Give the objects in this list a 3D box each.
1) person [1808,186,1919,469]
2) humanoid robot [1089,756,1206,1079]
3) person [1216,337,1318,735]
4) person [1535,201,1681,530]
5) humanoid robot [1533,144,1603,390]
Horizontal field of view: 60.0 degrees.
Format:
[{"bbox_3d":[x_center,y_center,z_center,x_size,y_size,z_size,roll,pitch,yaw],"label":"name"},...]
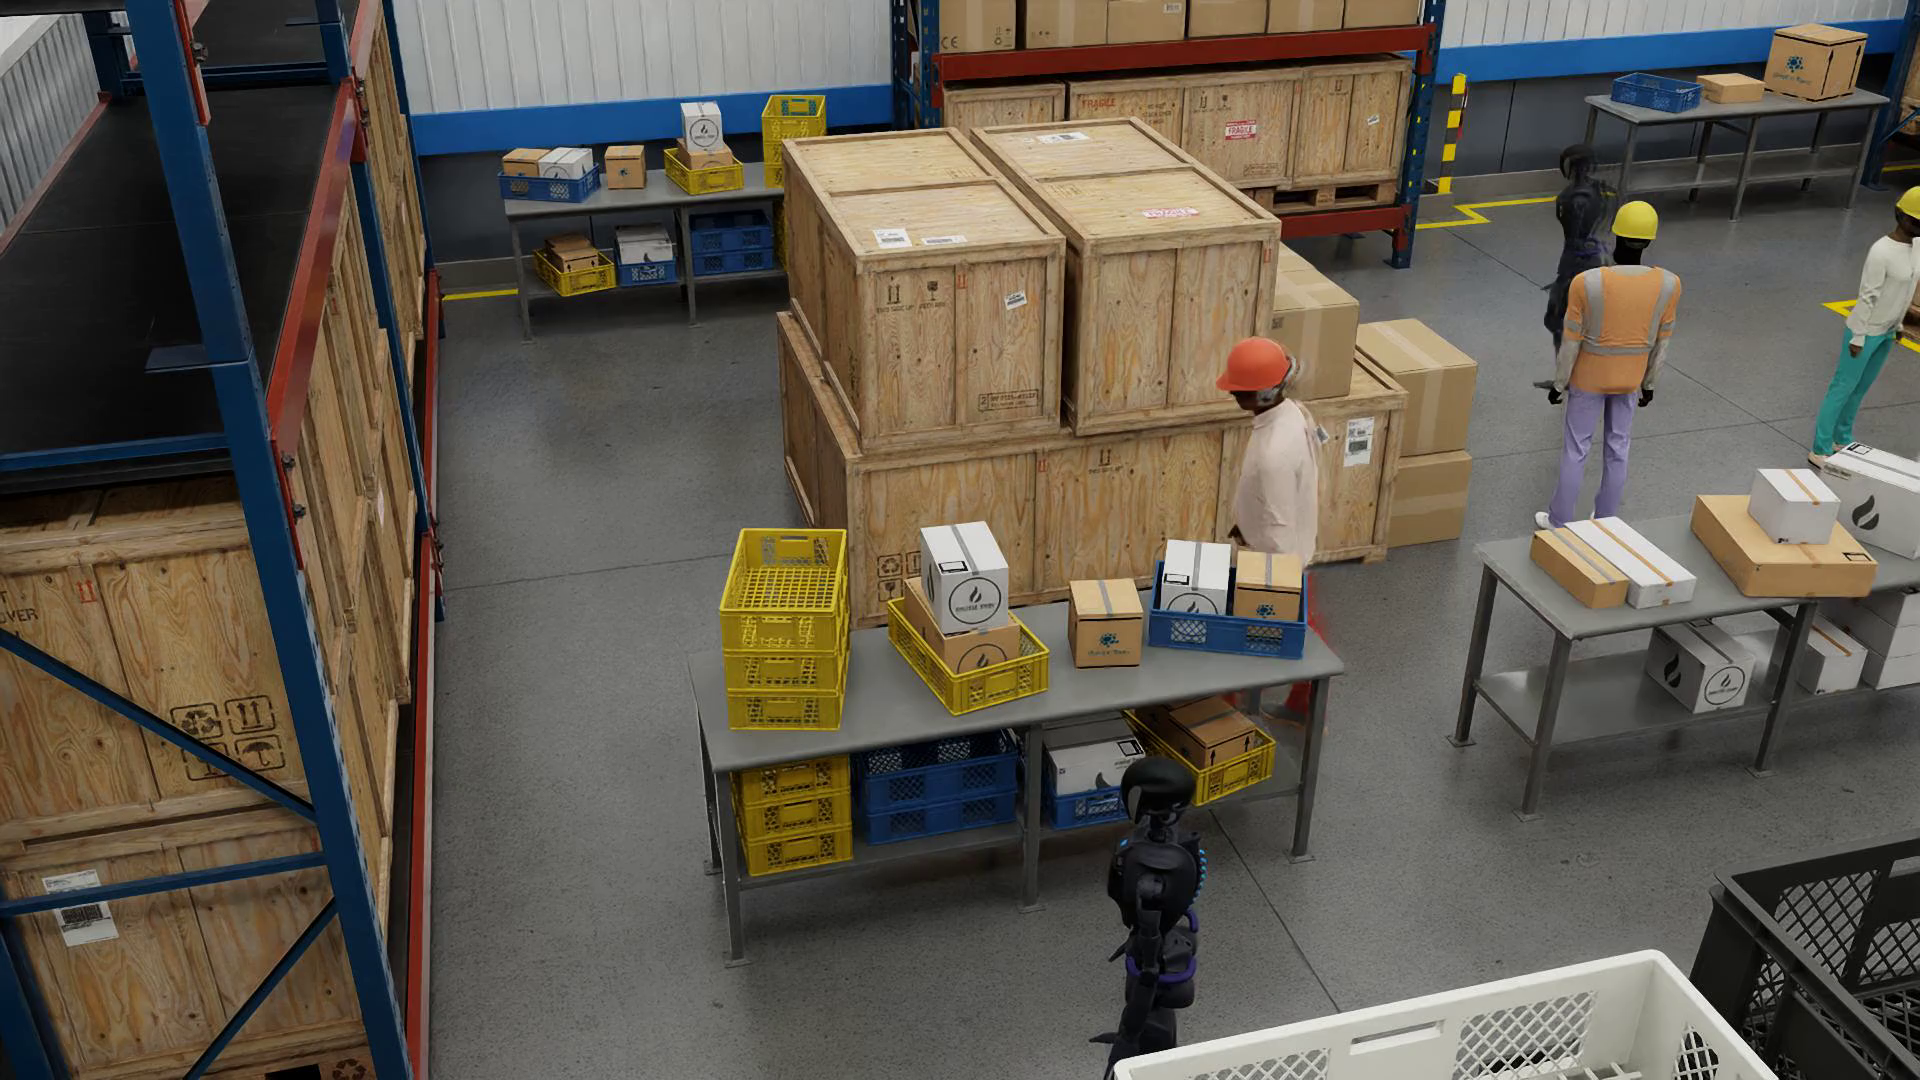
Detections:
[{"bbox_3d":[5.426,-1.236,9.815,0.525,1.760,0.334,-19,34,-30],"label":"person"},{"bbox_3d":[0.574,1.367,5.162,0.309,1.657,0.611,4,29,8],"label":"humanoid robot"},{"bbox_3d":[1.302,0.030,7.317,0.810,1.943,0.684,9,30,15],"label":"person"},{"bbox_3d":[3.495,-0.889,9.012,0.586,1.927,0.367,0,29,-1],"label":"person"},{"bbox_3d":[3.994,-1.780,10.902,0.480,1.636,0.585,6,29,11],"label":"humanoid robot"}]
